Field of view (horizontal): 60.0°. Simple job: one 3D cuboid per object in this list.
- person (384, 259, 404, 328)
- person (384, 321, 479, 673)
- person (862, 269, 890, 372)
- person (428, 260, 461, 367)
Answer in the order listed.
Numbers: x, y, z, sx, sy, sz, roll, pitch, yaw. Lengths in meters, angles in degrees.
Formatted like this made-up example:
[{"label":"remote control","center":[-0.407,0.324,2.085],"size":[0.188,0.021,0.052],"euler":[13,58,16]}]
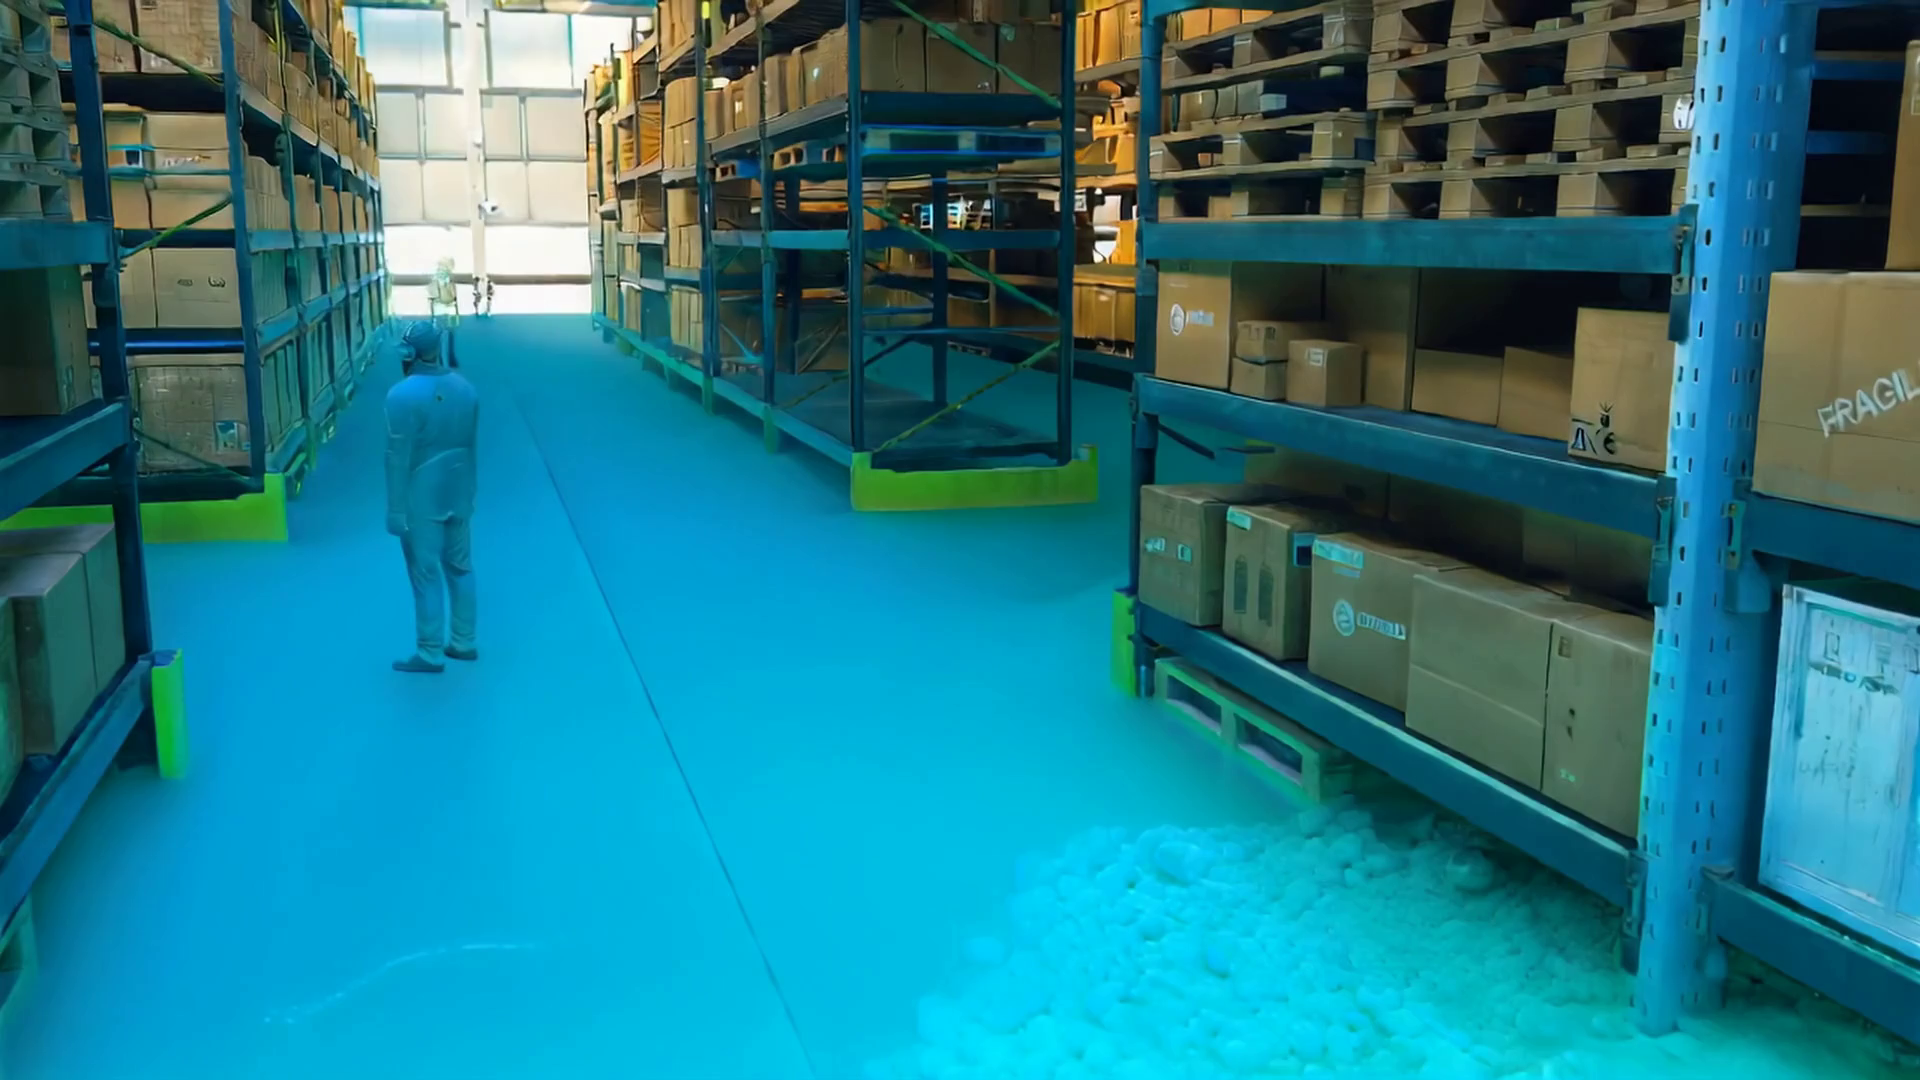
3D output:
[{"label":"person","center":[-14.549,-6.233,42.157],"size":[0.630,1.823,0.784],"euler":[6,12,28]},{"label":"person","center":[-2.890,-0.234,9.055],"size":[0.399,1.900,0.645],"euler":[4,11,22]},{"label":"person","center":[-1.521,-3.844,29.158],"size":[0.596,1.782,0.939],"euler":[-4,11,-21]},{"label":"person","center":[-9.298,-4.086,30.054],"size":[0.545,1.938,0.361],"euler":[-10,14,-43]}]
